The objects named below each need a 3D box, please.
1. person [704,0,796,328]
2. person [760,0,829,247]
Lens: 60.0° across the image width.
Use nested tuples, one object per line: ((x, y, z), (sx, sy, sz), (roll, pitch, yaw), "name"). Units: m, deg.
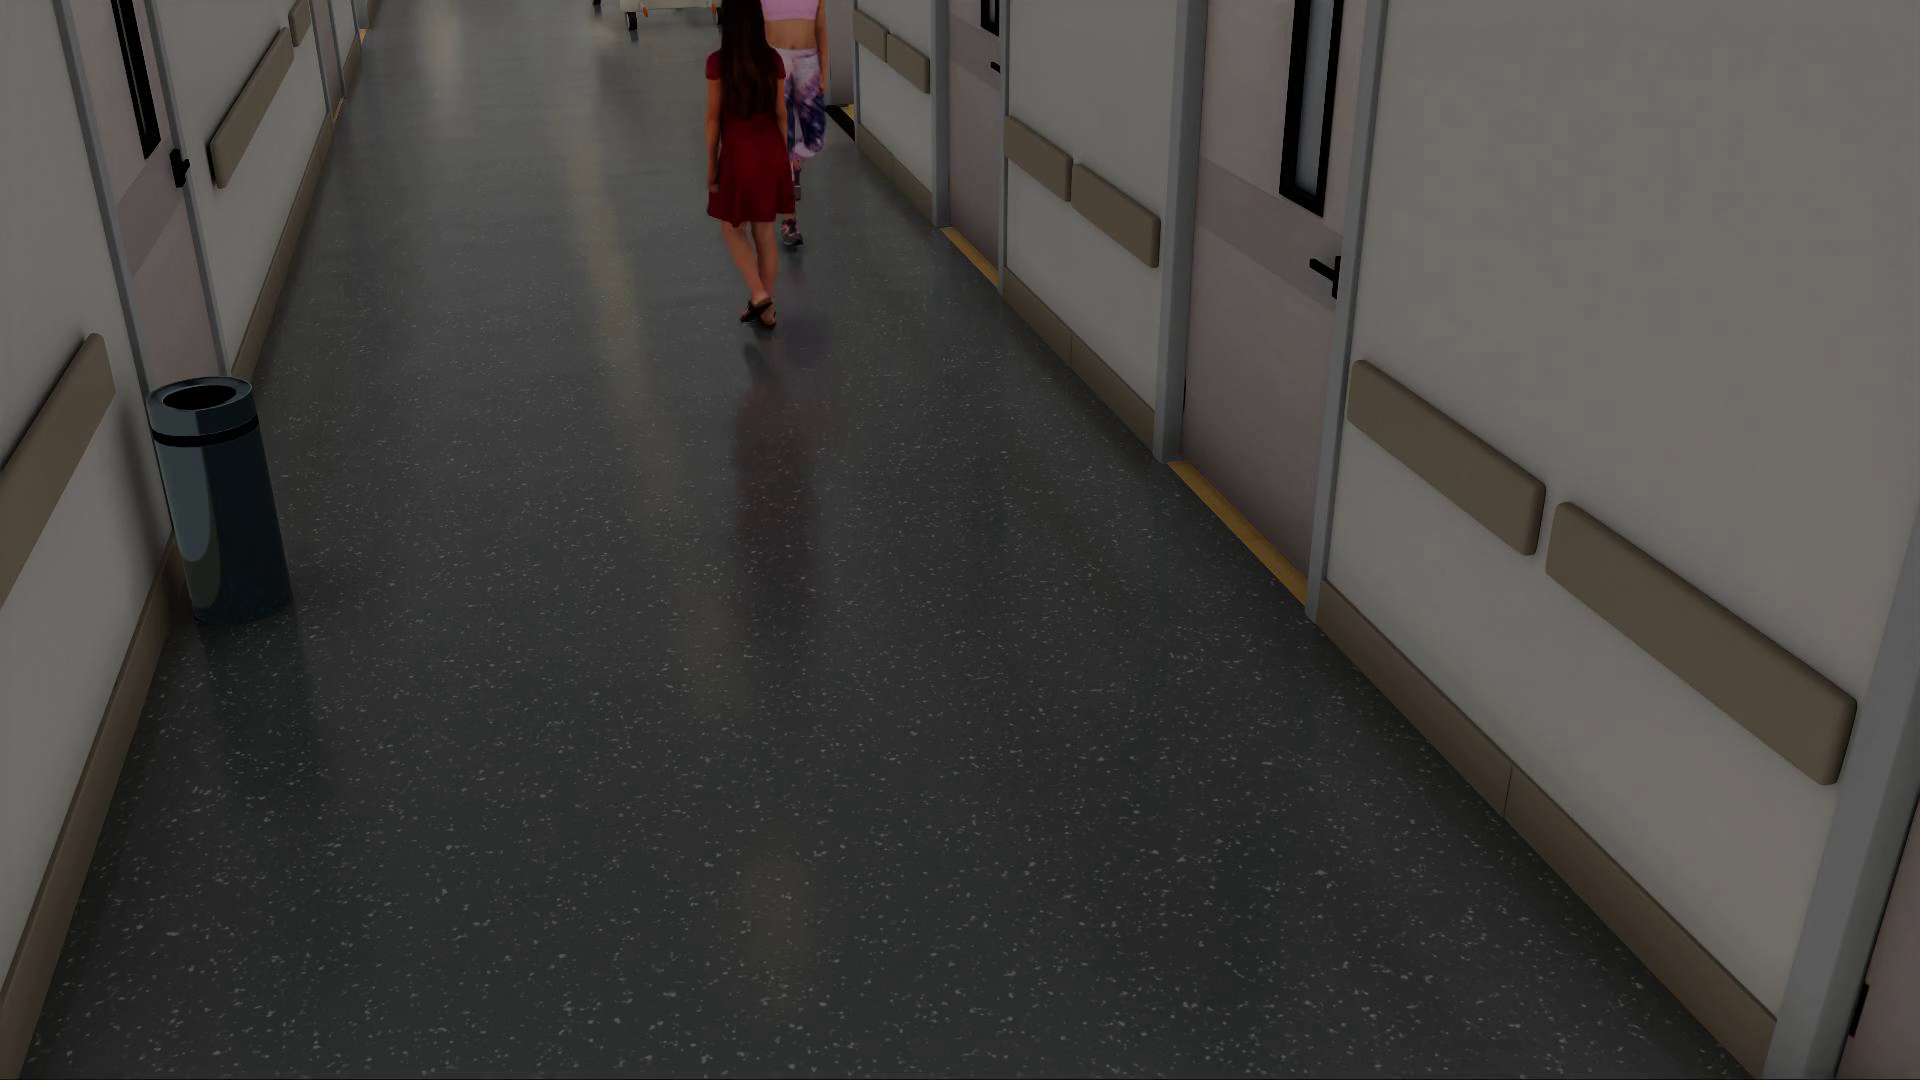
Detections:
((-0.923, -1.681, 7.451), (0.727, 1.533, 0.699), (-10, 28, -20), "person")
((-0.933, -2.495, 8.898), (0.899, 1.750, 0.678), (-8, 27, -17), "person")
